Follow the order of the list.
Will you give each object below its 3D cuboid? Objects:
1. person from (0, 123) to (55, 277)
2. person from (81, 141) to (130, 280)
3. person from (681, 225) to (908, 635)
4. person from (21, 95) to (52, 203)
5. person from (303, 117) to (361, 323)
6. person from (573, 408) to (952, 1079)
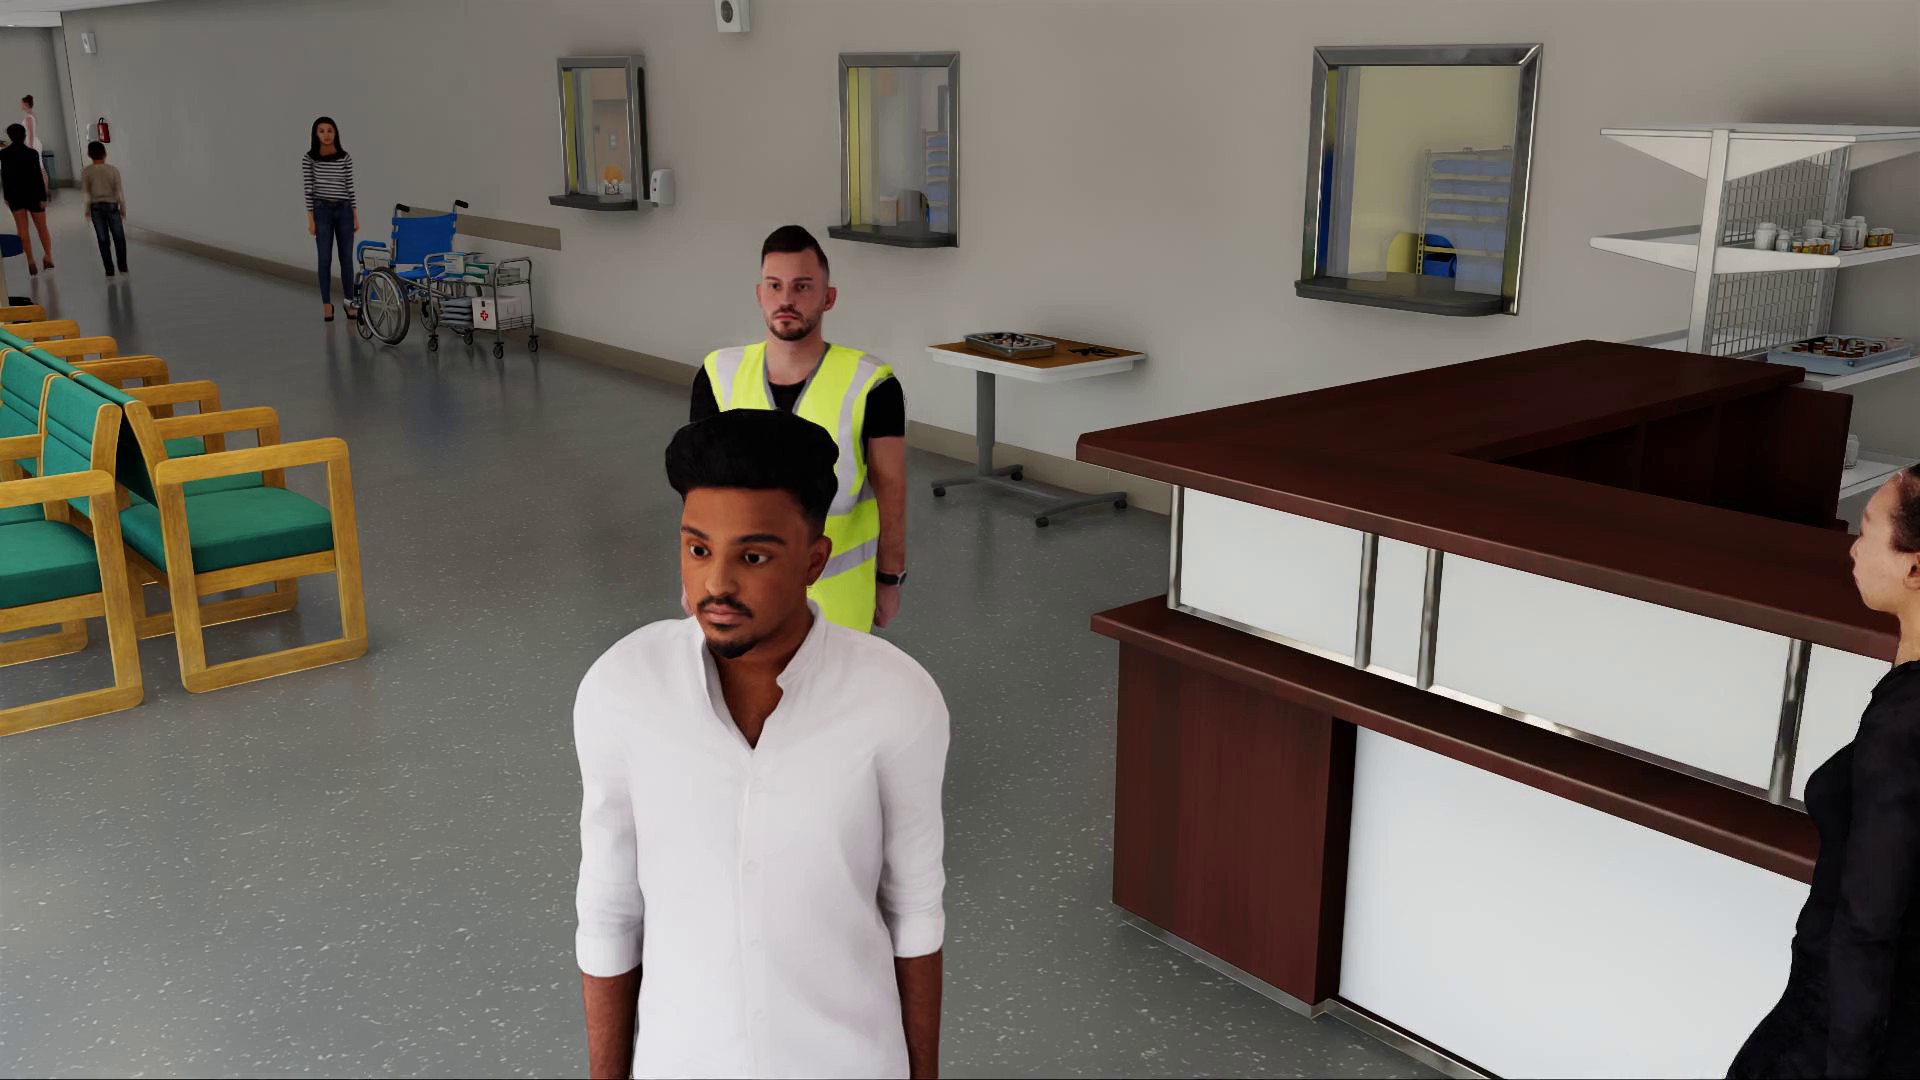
[{"bbox_3d":[-10.160,-3.674,18.075,0.860,1.617,0.794,-7,17,-23],"label":"person"},{"bbox_3d":[-9.183,-3.522,17.854,0.771,1.446,0.698,-9,18,-28],"label":"person"},{"bbox_3d":[-0.415,0.141,4.189,1.130,1.810,1.244,3,16,11],"label":"person"},{"bbox_3d":[-15.794,-6.676,28.403,0.617,1.793,0.644,-5,17,-18],"label":"person"},{"bbox_3d":[-5.603,-2.862,14.869,0.488,1.795,0.667,-9,18,-29],"label":"person"},{"bbox_3d":[-0.247,0.694,2.232,0.713,1.808,0.787,0,16,1],"label":"person"}]
